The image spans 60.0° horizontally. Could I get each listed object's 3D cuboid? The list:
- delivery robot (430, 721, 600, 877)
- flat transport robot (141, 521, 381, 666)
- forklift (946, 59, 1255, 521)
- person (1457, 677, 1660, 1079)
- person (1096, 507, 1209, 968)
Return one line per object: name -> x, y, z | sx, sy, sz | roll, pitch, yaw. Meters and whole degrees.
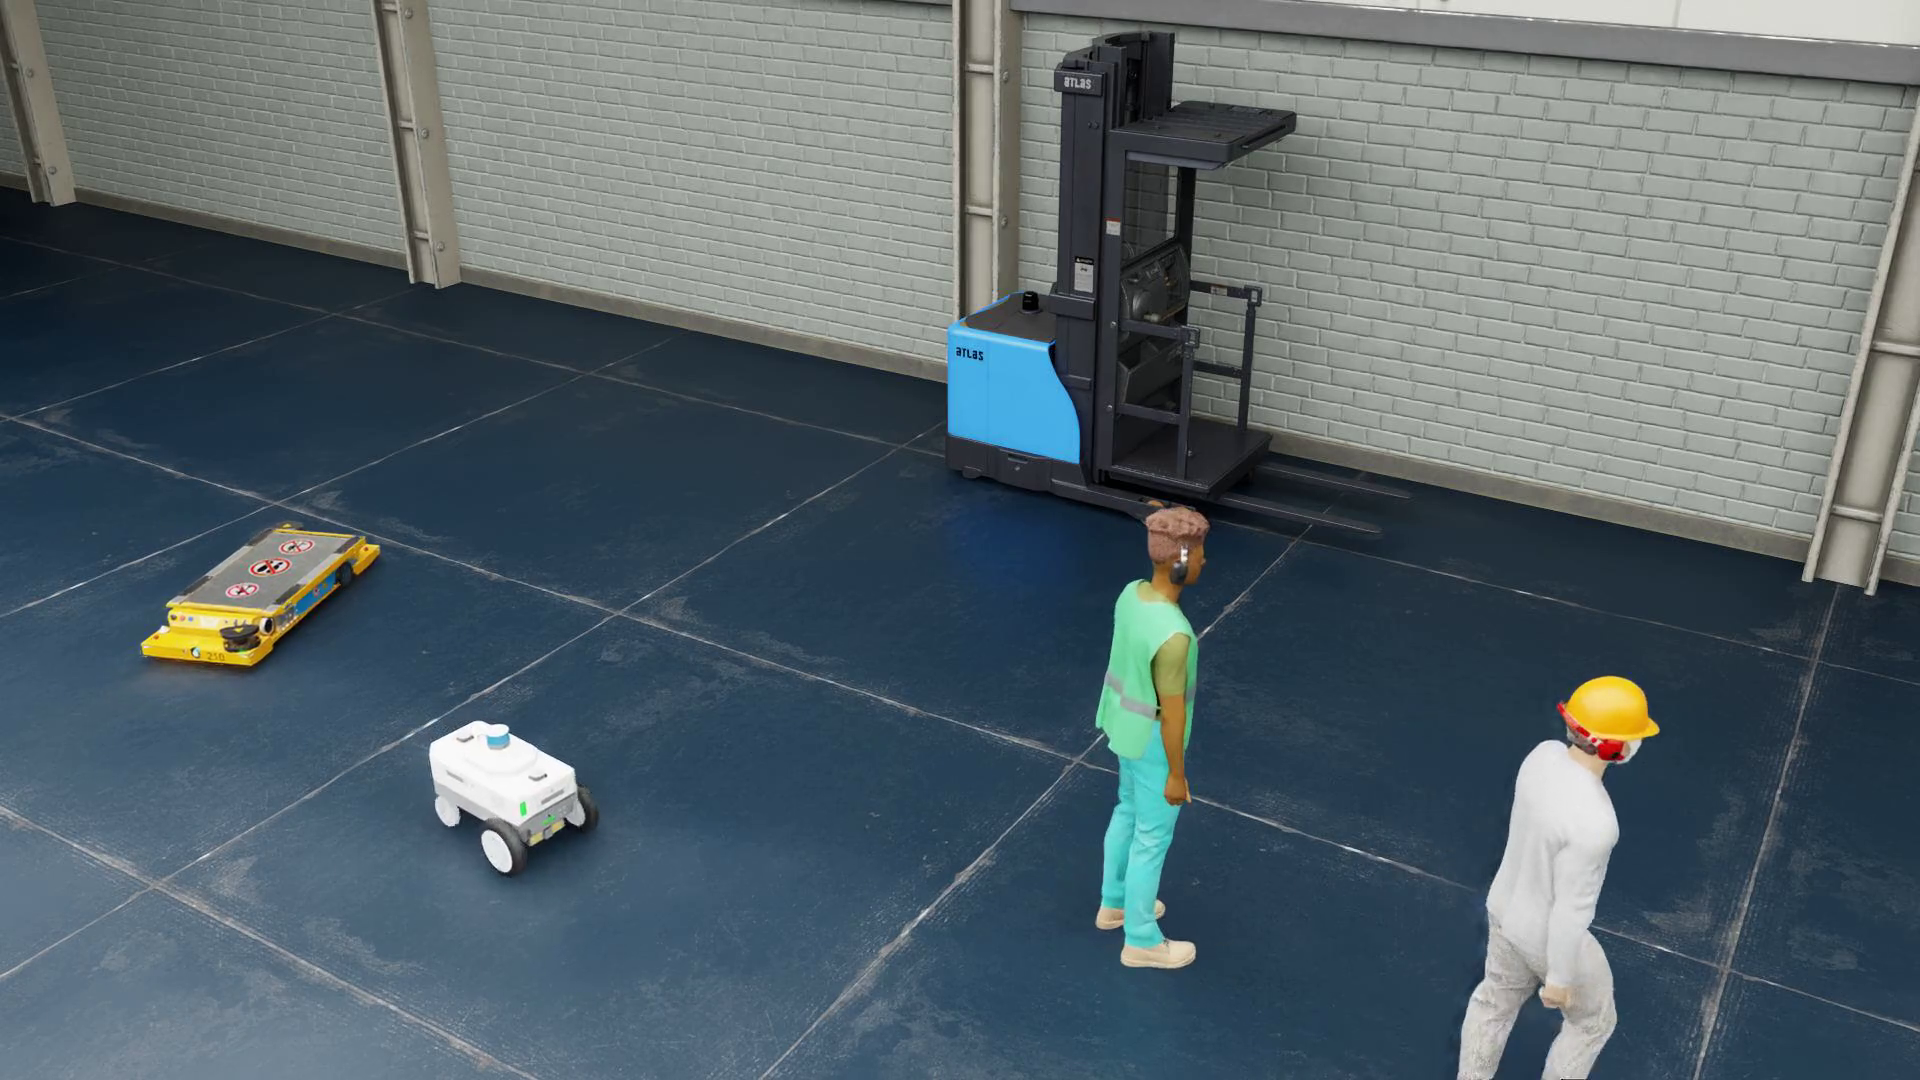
delivery robot -> -2.062, 1.118, 7.552 | 0.790, 0.589, 0.499 | 18, 31, 34
flat transport robot -> -4.020, 0.290, 9.645 | 0.659, 0.231, 1.431 | 5, 26, 9
forklift -> 0.933, -1.707, 10.833 | 1.873, 2.768, 1.129 | 15, 29, 28
person -> 2.053, 1.286, 5.675 | 0.632, 1.873, 0.564 | -4, 26, -9
person -> 0.745, 0.791, 6.590 | 0.384, 1.978, 0.490 | -7, 26, -14
